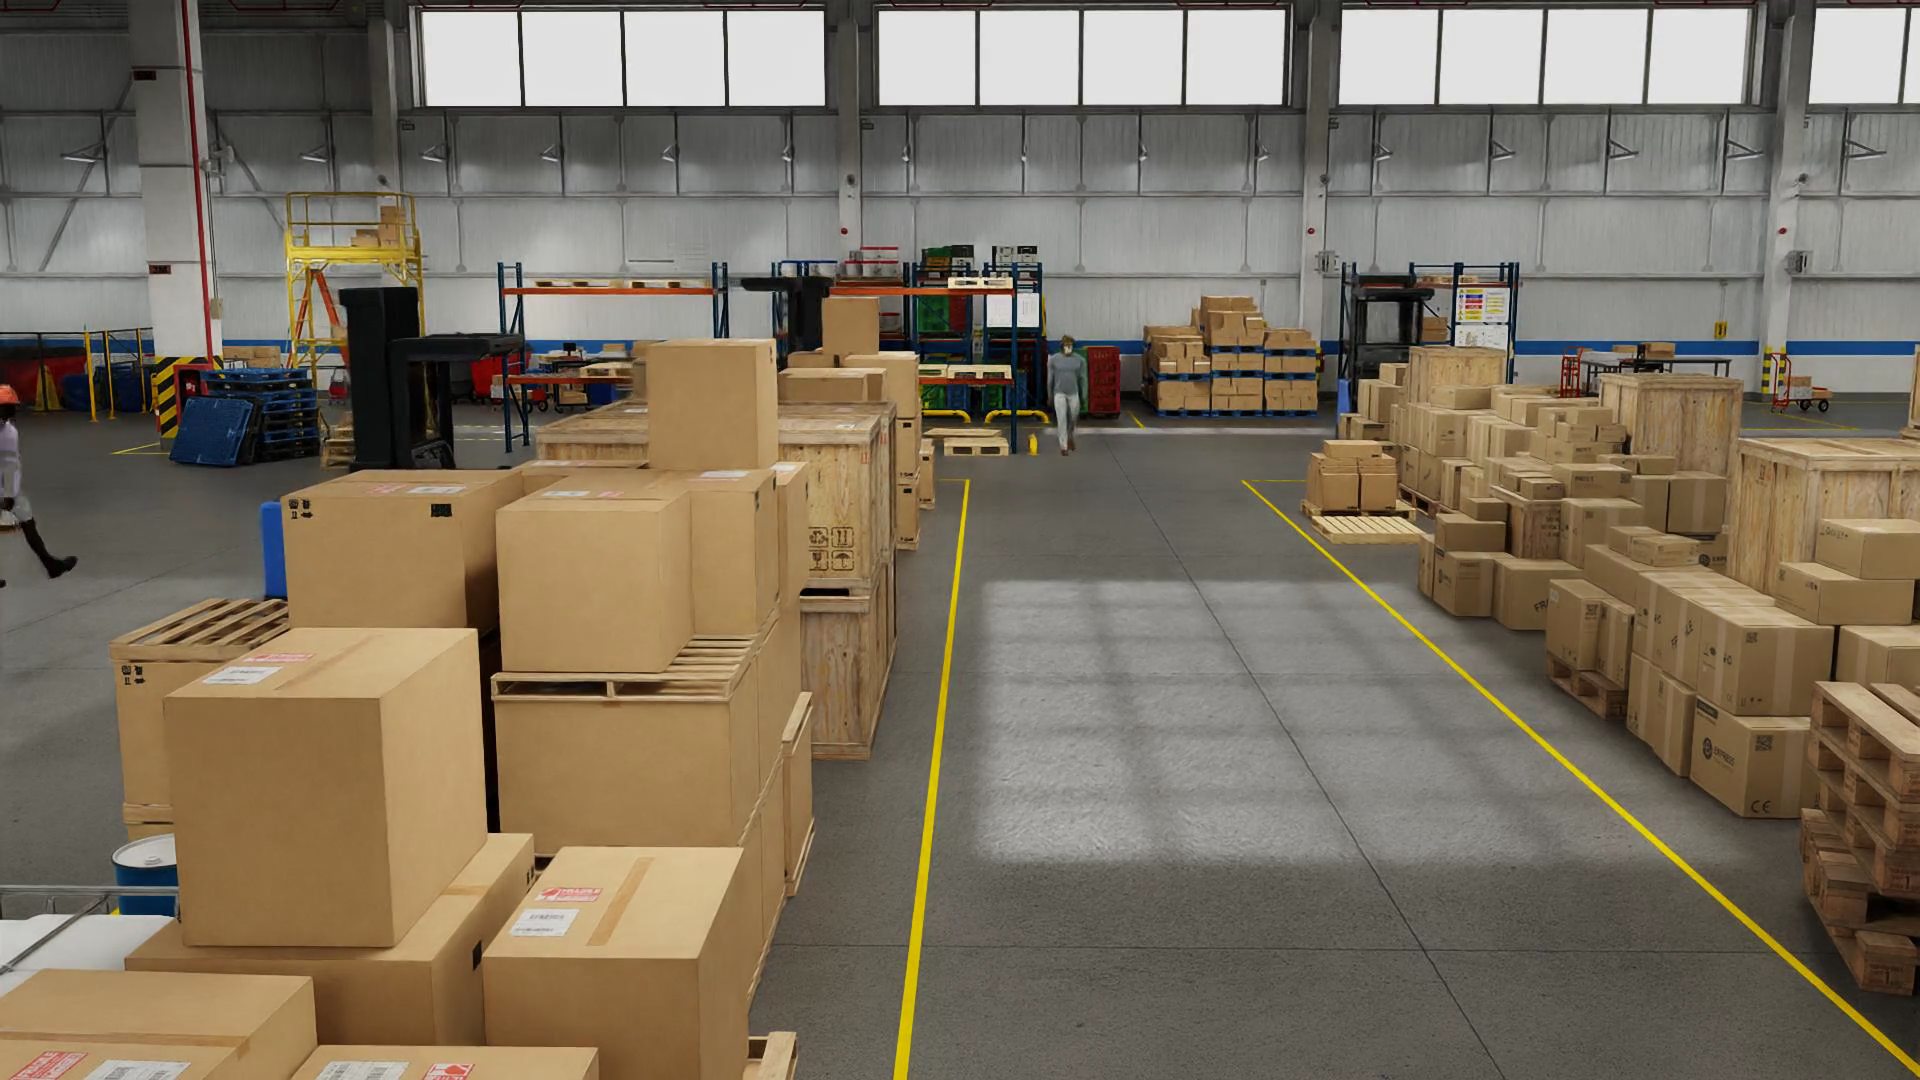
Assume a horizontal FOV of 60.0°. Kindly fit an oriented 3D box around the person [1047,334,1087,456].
[{"bbox_3d":[1.683,-2.292,26.231,0.632,1.914,0.568,-1,10,-4],"label":"person"}]

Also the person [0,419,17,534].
[{"bbox_3d":[-10.828,-1.002,18.661,0.349,1.878,0.578,-4,10,-21],"label":"person"}]

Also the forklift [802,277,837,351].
[{"bbox_3d":[-2.035,-2.401,24.017,1.873,2.768,1.129,0,9,1],"label":"forklift"}]

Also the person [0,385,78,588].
[{"bbox_3d":[-8.898,-0.504,15.615,0.552,1.884,0.990,5,11,29],"label":"person"}]

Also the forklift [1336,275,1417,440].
[{"bbox_3d":[6.836,-2.892,26.956,1.129,2.768,1.873,0,9,1],"label":"forklift"}]

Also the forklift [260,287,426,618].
[{"bbox_3d":[-4.775,-0.711,13.897,1.873,2.768,1.129,0,9,1],"label":"forklift"}]
